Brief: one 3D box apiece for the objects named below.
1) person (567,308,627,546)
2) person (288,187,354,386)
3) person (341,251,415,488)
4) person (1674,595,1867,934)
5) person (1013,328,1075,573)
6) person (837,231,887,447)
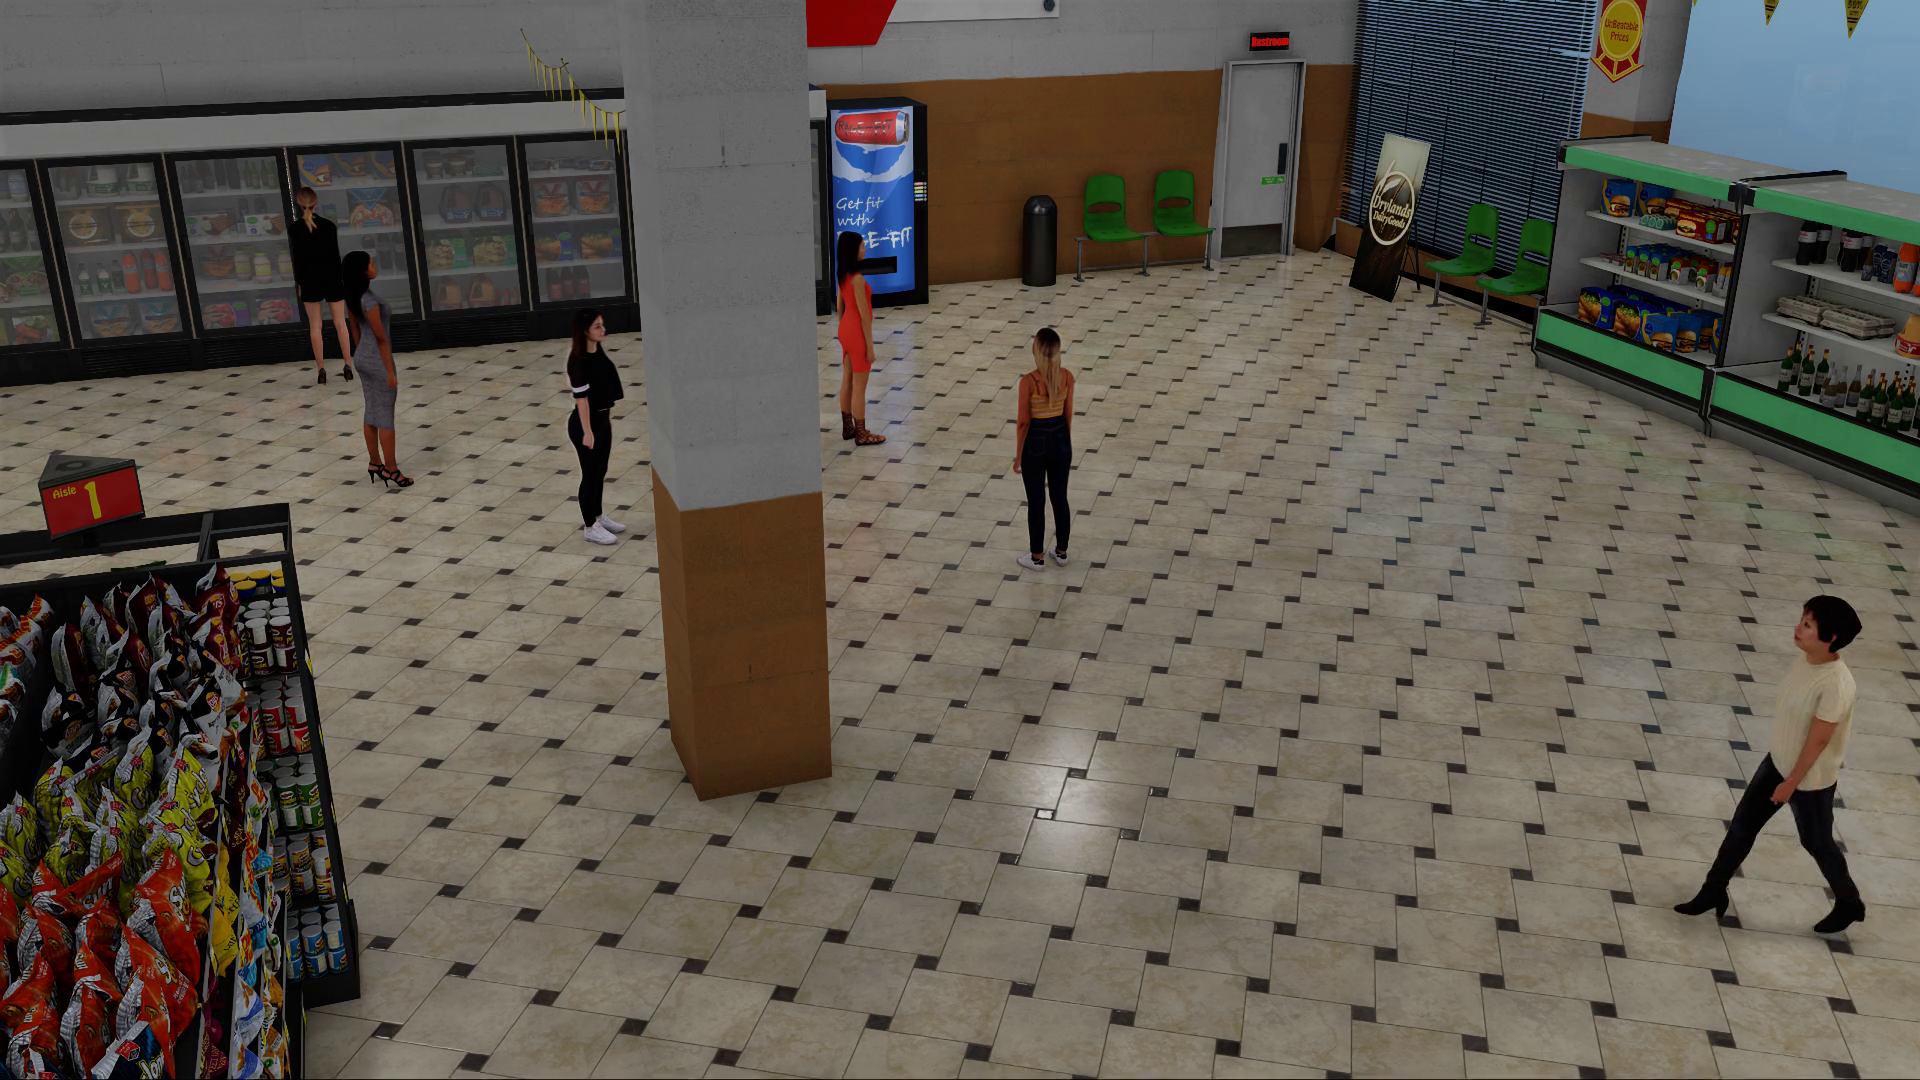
[{"bbox_3d":[-2.506,-0.790,11.360,0.762,1.638,0.661,2,22,6],"label":"person"},{"bbox_3d":[-5.717,-2.273,14.875,0.585,1.769,0.536,-11,24,-25],"label":"person"},{"bbox_3d":[-4.348,-1.263,12.346,0.591,1.781,0.716,20,30,41],"label":"person"},{"bbox_3d":[3.619,1.004,7.016,0.882,1.549,1.016,1,22,1],"label":"person"},{"bbox_3d":[0.563,-0.589,10.872,0.584,1.628,0.539,-10,24,-23],"label":"person"},{"bbox_3d":[-0.839,-1.612,13.298,0.683,1.719,0.523,-12,25,-28],"label":"person"}]
